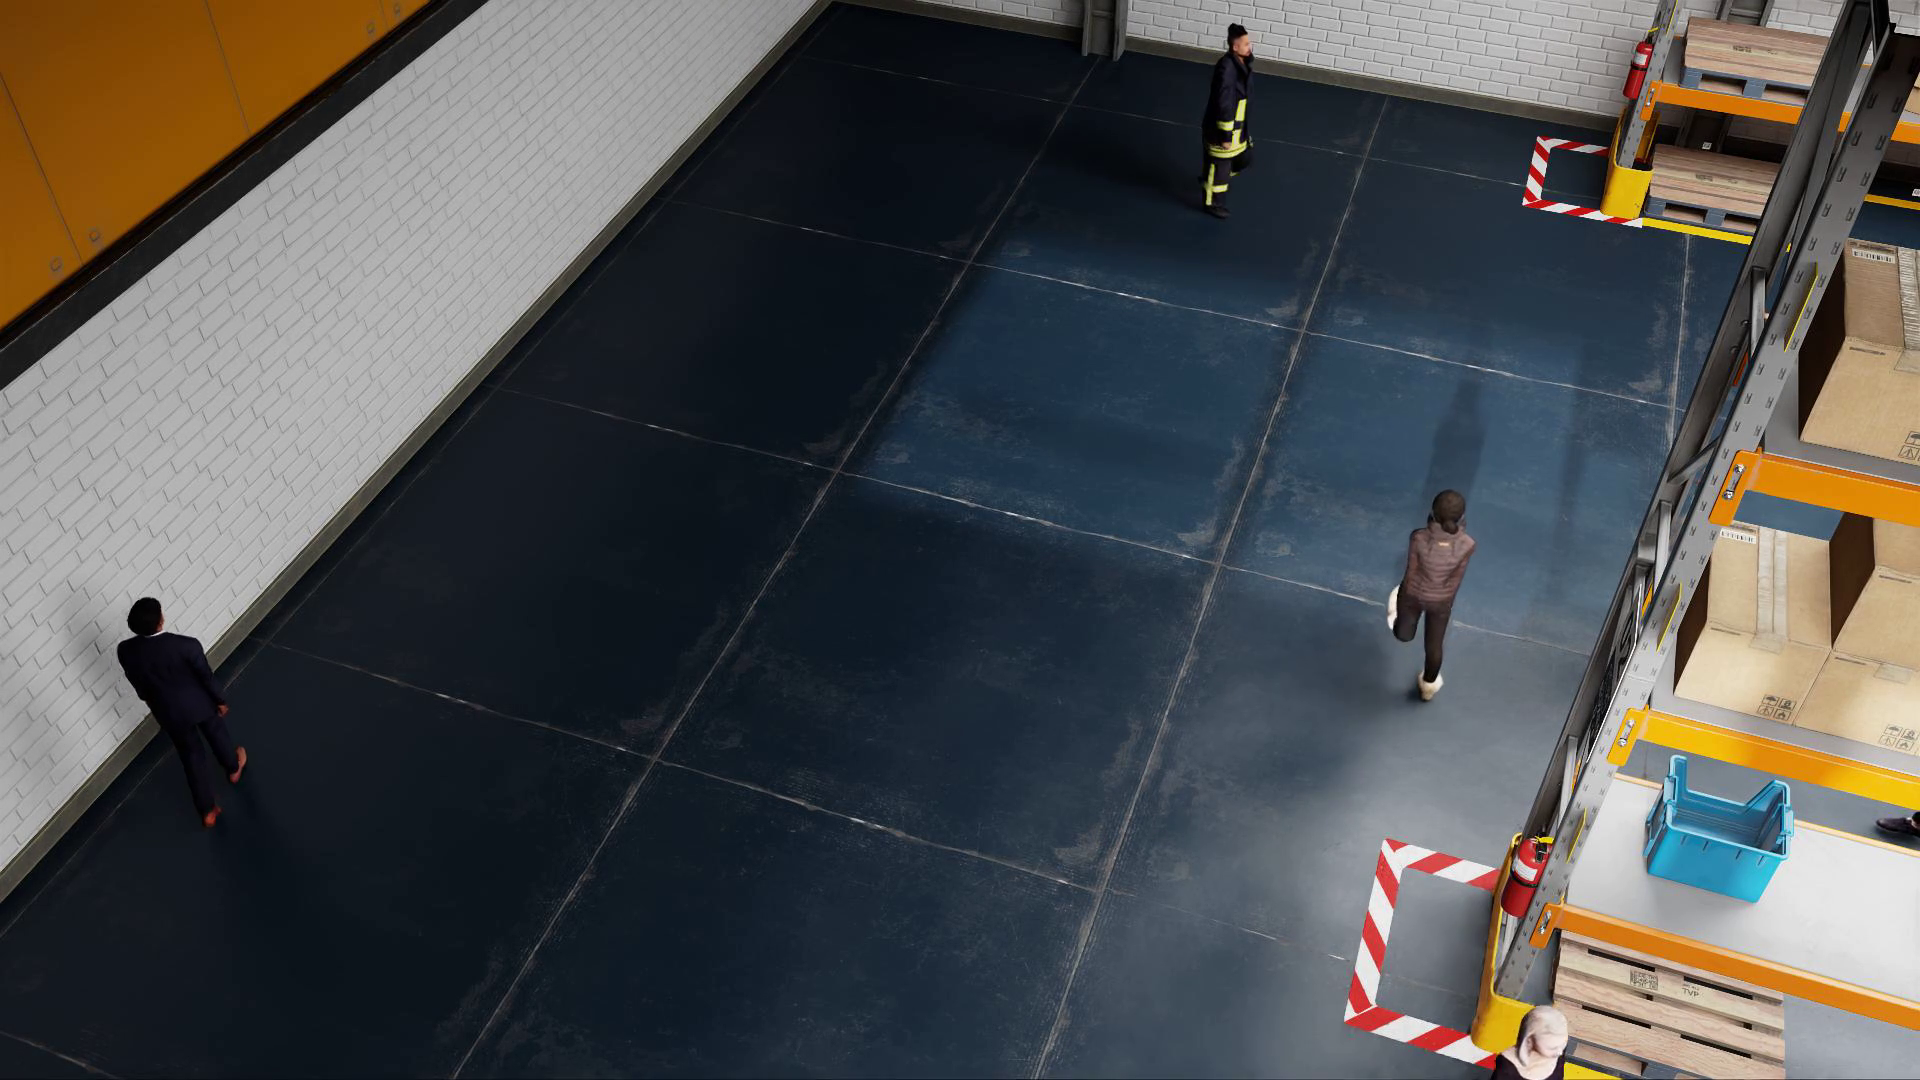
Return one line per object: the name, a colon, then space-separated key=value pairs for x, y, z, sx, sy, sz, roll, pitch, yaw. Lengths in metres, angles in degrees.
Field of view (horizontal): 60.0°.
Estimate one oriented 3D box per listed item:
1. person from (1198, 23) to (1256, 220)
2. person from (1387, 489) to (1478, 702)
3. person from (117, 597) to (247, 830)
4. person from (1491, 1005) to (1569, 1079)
person: x=2.308 y=-3.760 z=14.813 sx=0.801 sy=1.856 sz=0.802 roll=21 pitch=48 yaw=21
person: x=3.028 y=0.279 z=10.723 sx=0.707 sy=1.650 sz=0.804 roll=-33 pitch=53 yaw=-30
person: x=-4.632 y=1.011 z=9.901 sx=0.978 sy=1.724 sz=0.974 roll=-10 pitch=44 yaw=-10
person: x=2.573 y=2.728 z=8.059 sx=1.123 sy=1.780 sz=1.196 roll=-19 pitch=47 yaw=-19
